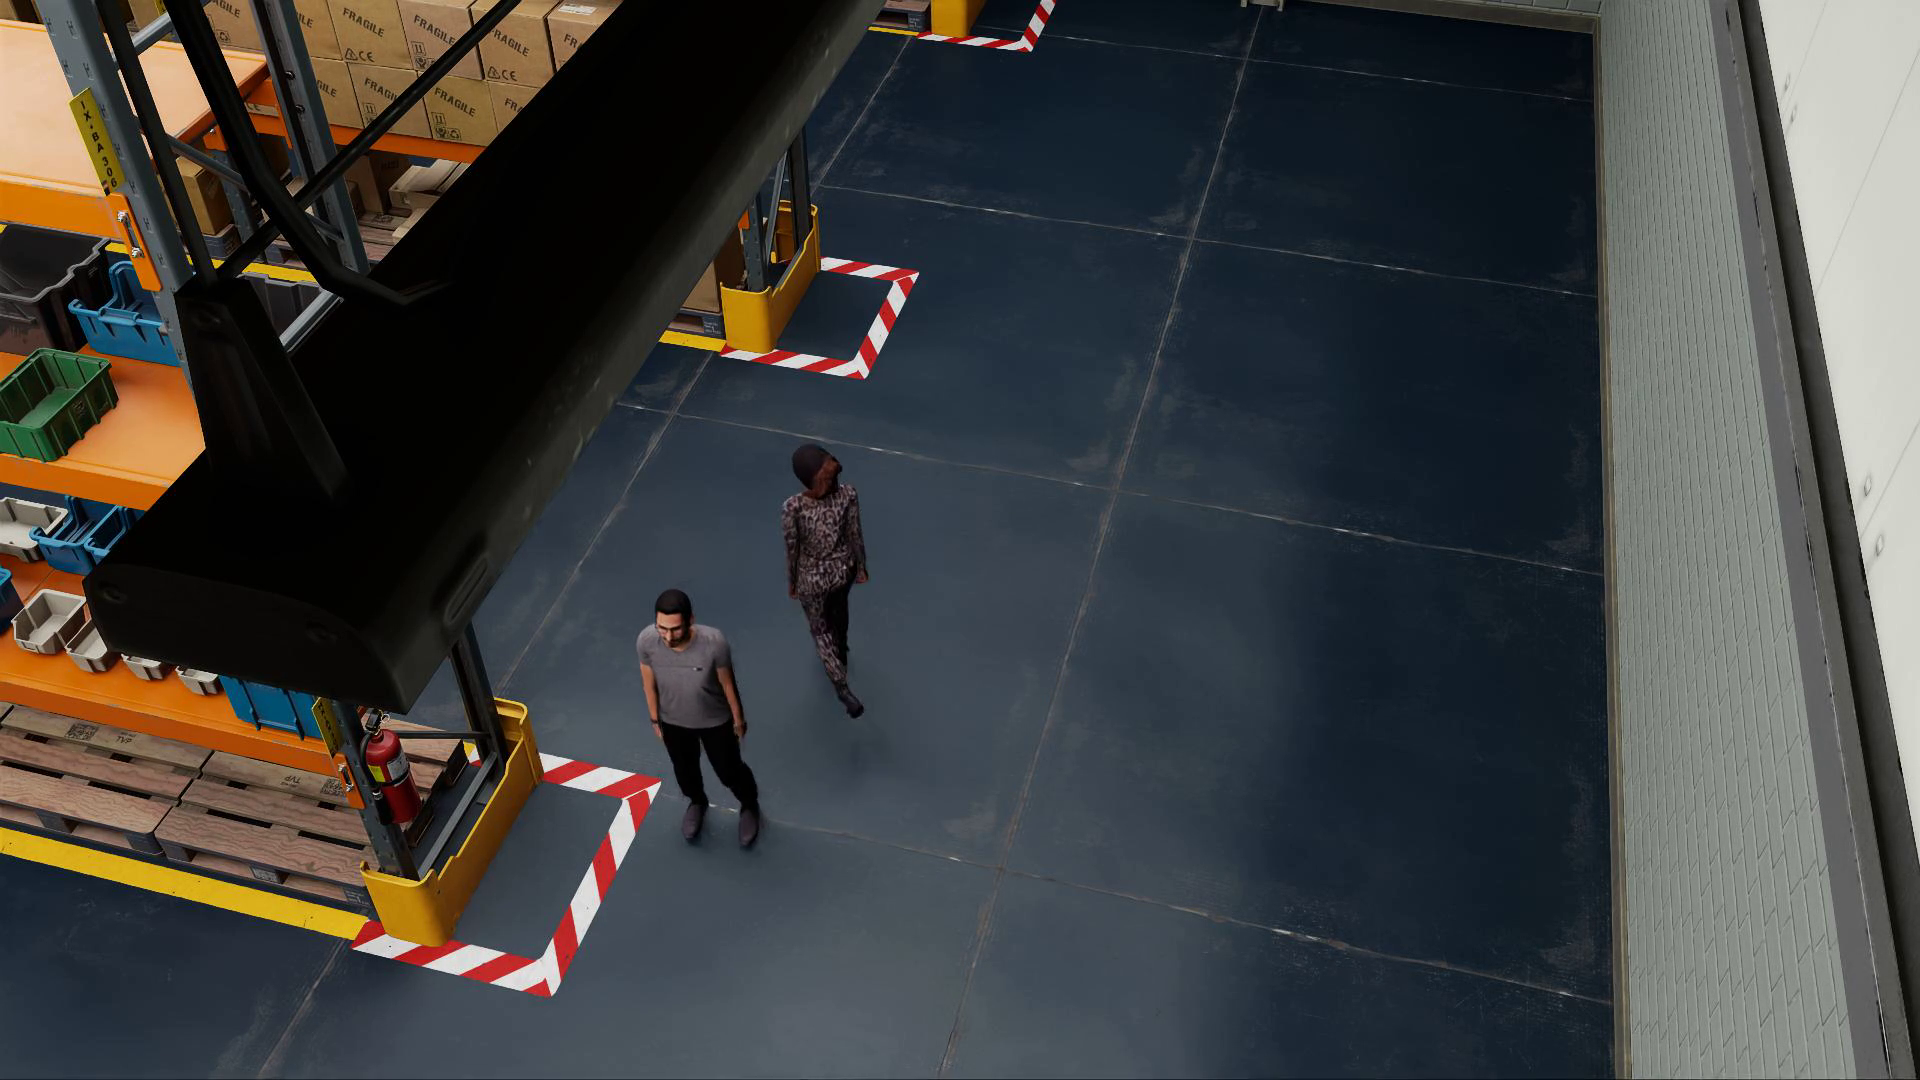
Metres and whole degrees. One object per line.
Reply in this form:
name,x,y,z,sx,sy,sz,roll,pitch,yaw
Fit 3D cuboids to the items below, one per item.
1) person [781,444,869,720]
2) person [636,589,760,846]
person,-0.689,0.233,8.689,1.059,1.693,1.046,-14,45,-15
person,-1.260,0.822,8.025,0.598,1.739,0.733,1,43,2
